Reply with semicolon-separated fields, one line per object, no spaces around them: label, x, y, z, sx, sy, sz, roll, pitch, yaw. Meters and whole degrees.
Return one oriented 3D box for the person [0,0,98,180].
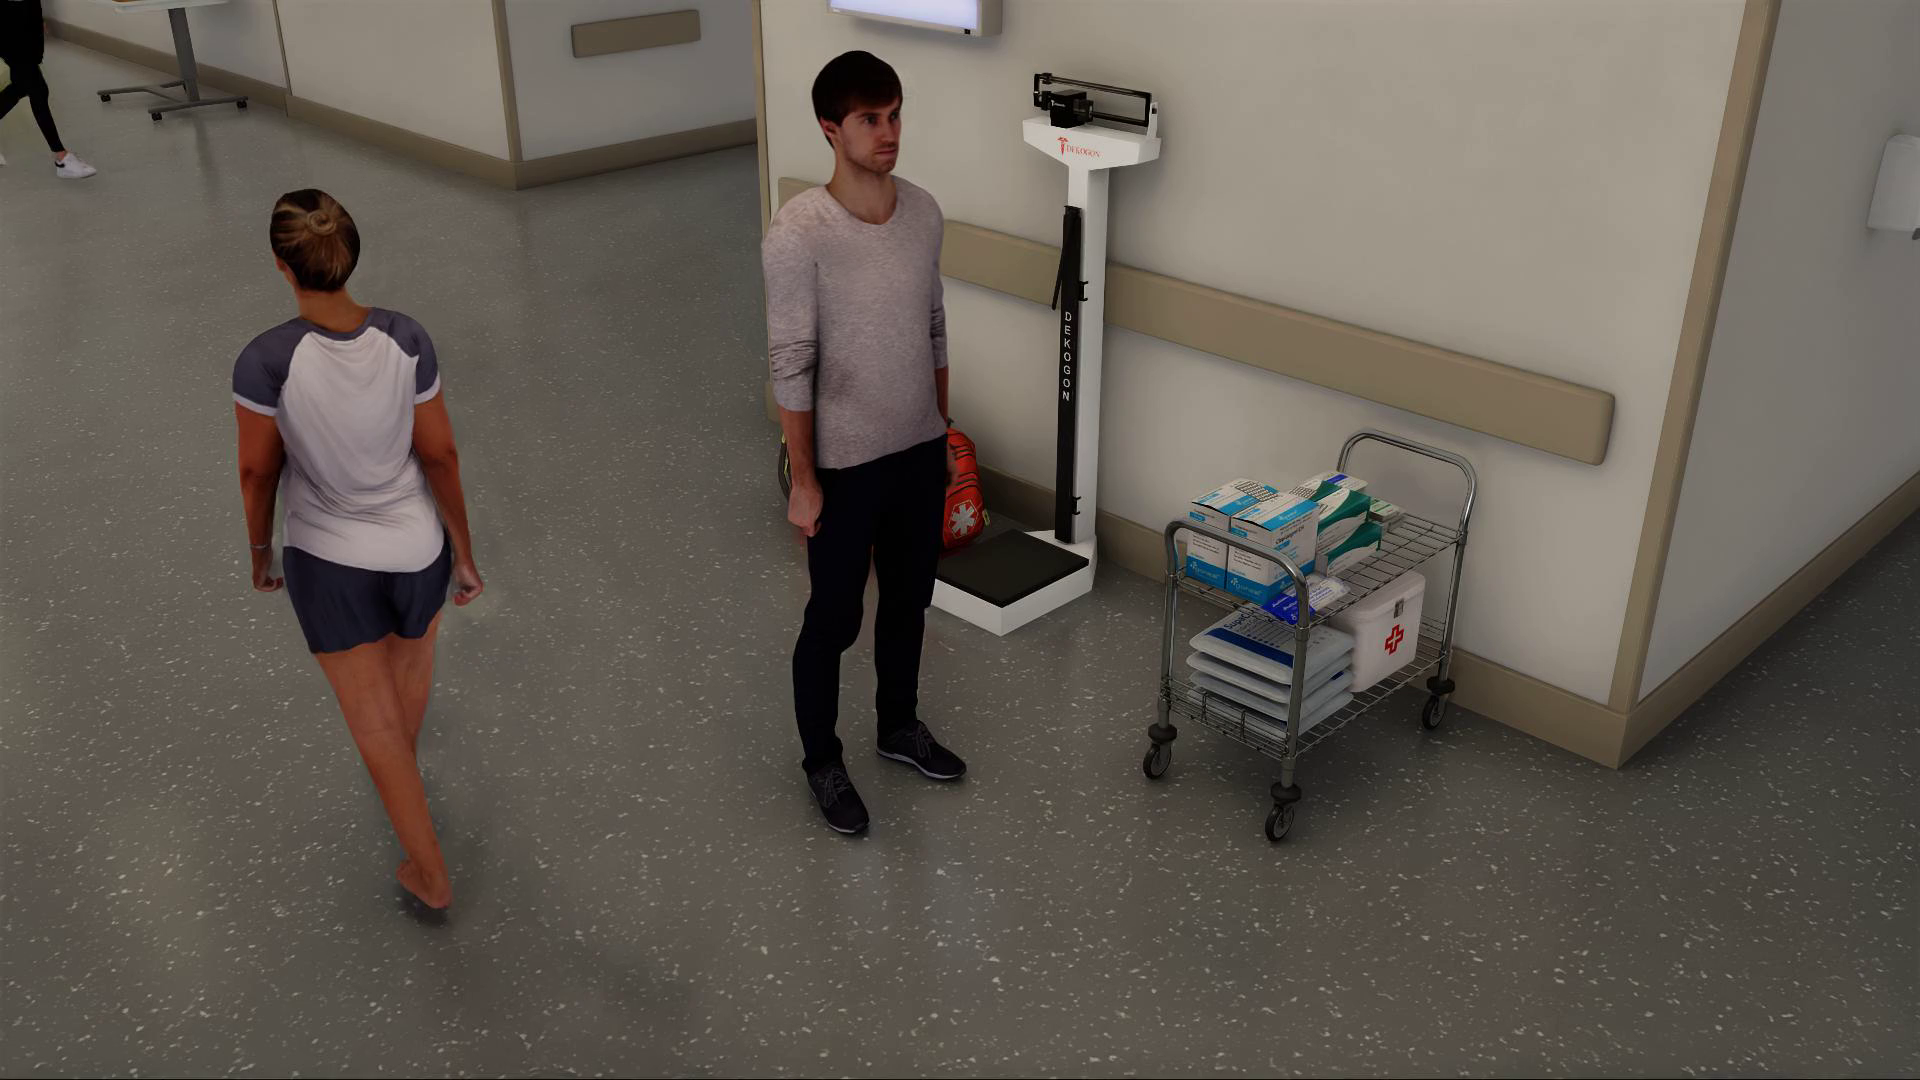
person;-5.687;-3.016;9.835;1.225;1.770;1.019;6;26;11

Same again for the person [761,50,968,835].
person;-0.220;-0.212;3.935;0.655;1.844;0.527;-23;34;-39

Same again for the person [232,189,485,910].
person;-1.251;0.087;3.616;0.622;1.582;0.985;-20;32;-35
